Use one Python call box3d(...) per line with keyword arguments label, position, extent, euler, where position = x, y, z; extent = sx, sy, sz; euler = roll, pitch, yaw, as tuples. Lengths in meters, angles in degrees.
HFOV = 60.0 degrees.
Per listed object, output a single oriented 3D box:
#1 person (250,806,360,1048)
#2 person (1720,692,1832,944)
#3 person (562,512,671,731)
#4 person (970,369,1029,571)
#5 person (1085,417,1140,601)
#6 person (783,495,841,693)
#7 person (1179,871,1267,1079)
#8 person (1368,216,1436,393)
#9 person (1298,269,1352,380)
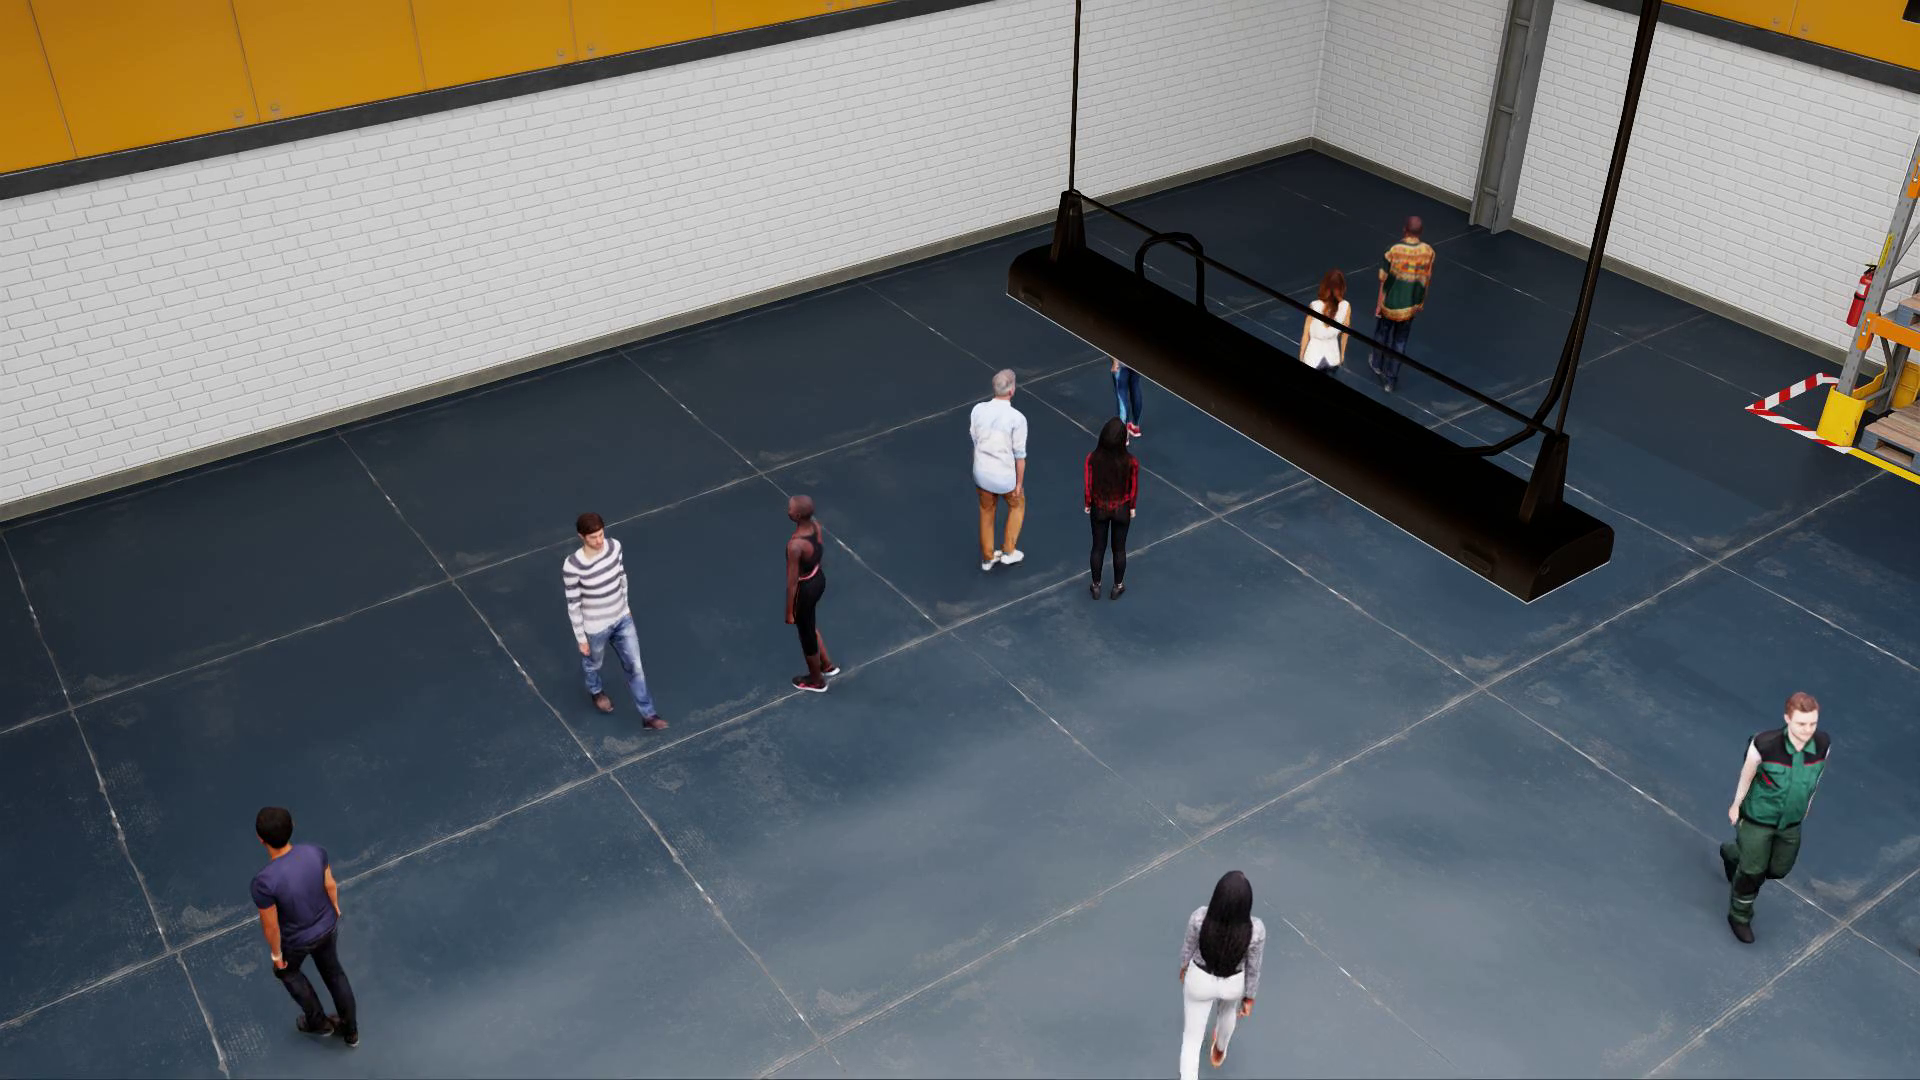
box3d(label="person", position=(-3.703, 2.287, 9.546), extent=(0.738, 1.778, 0.746), euler=(23, 40, 30))
box3d(label="person", position=(5.071, 1.668, 10.433), extent=(0.926, 1.828, 1.040), euler=(-1, 34, -1))
box3d(label="person", position=(-2.656, 0.547, 12.137), extent=(0.754, 1.808, 1.124), euler=(-26, 41, -33))
box3d(label="person", position=(0.271, -0.518, 13.736), extent=(0.753, 1.810, 0.864), euler=(15, 36, 21))
box3d(label="person", position=(1.221, -0.241, 13.458), extent=(0.660, 1.658, 0.706), euler=(3, 34, 5))
box3d(label="person", position=(-1.050, 0.424, 12.370), extent=(0.783, 1.754, 0.737), euler=(12, 36, 18))
box3d(label="person", position=(1.405, 2.545, 9.232), extent=(1.090, 1.695, 1.151), euler=(5, 34, 8))
box3d(label="person", position=(4.365, -2.301, 16.442), extent=(0.986, 1.785, 1.071), euler=(2, 34, 3))
box3d(label="person", position=(3.372, -1.632, 15.445), extent=(0.728, 1.776, 0.752), euler=(-3, 34, -4))
